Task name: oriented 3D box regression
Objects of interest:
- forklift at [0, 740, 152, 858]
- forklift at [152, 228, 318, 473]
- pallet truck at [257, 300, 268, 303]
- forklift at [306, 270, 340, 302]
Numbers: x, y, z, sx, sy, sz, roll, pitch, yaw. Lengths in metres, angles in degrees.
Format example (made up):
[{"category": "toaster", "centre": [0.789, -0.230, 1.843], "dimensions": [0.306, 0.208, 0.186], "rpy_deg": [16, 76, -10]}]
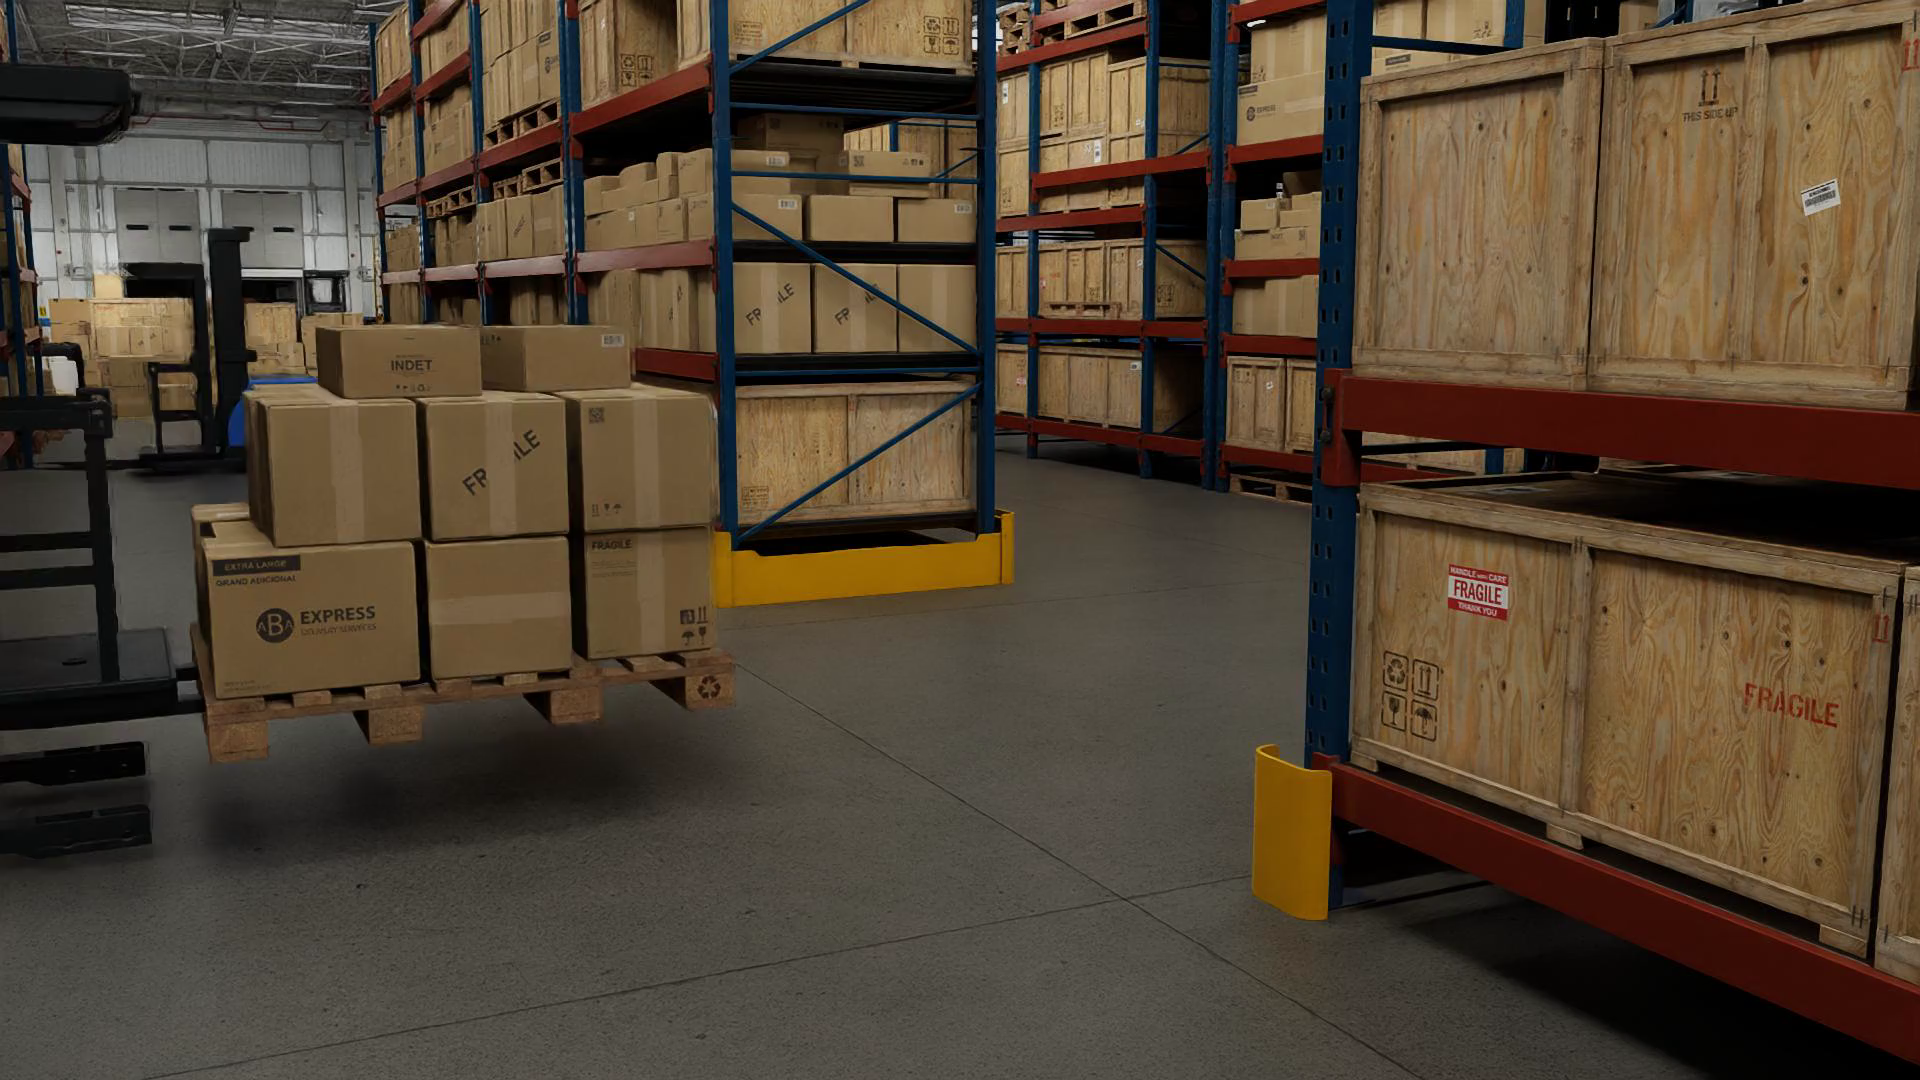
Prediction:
[{"category": "forklift", "centre": [-4.027, -0.266, 5.921], "dimensions": [1.873, 2.768, 1.129], "rpy_deg": [-4, 9, -27]}, {"category": "forklift", "centre": [-8.579, -2.250, 19.605], "dimensions": [1.873, 2.768, 1.129], "rpy_deg": [-4, 9, -26]}, {"category": "pallet truck", "centre": [-23.913, -7.404, 58.171], "dimensions": [1.885, 1.965, 0.823], "rpy_deg": [-1, 8, -9]}, {"category": "forklift", "centre": [-17.916, -6.195, 46.810], "dimensions": [1.129, 2.768, 1.873], "rpy_deg": [-5, 10, -33]}]
